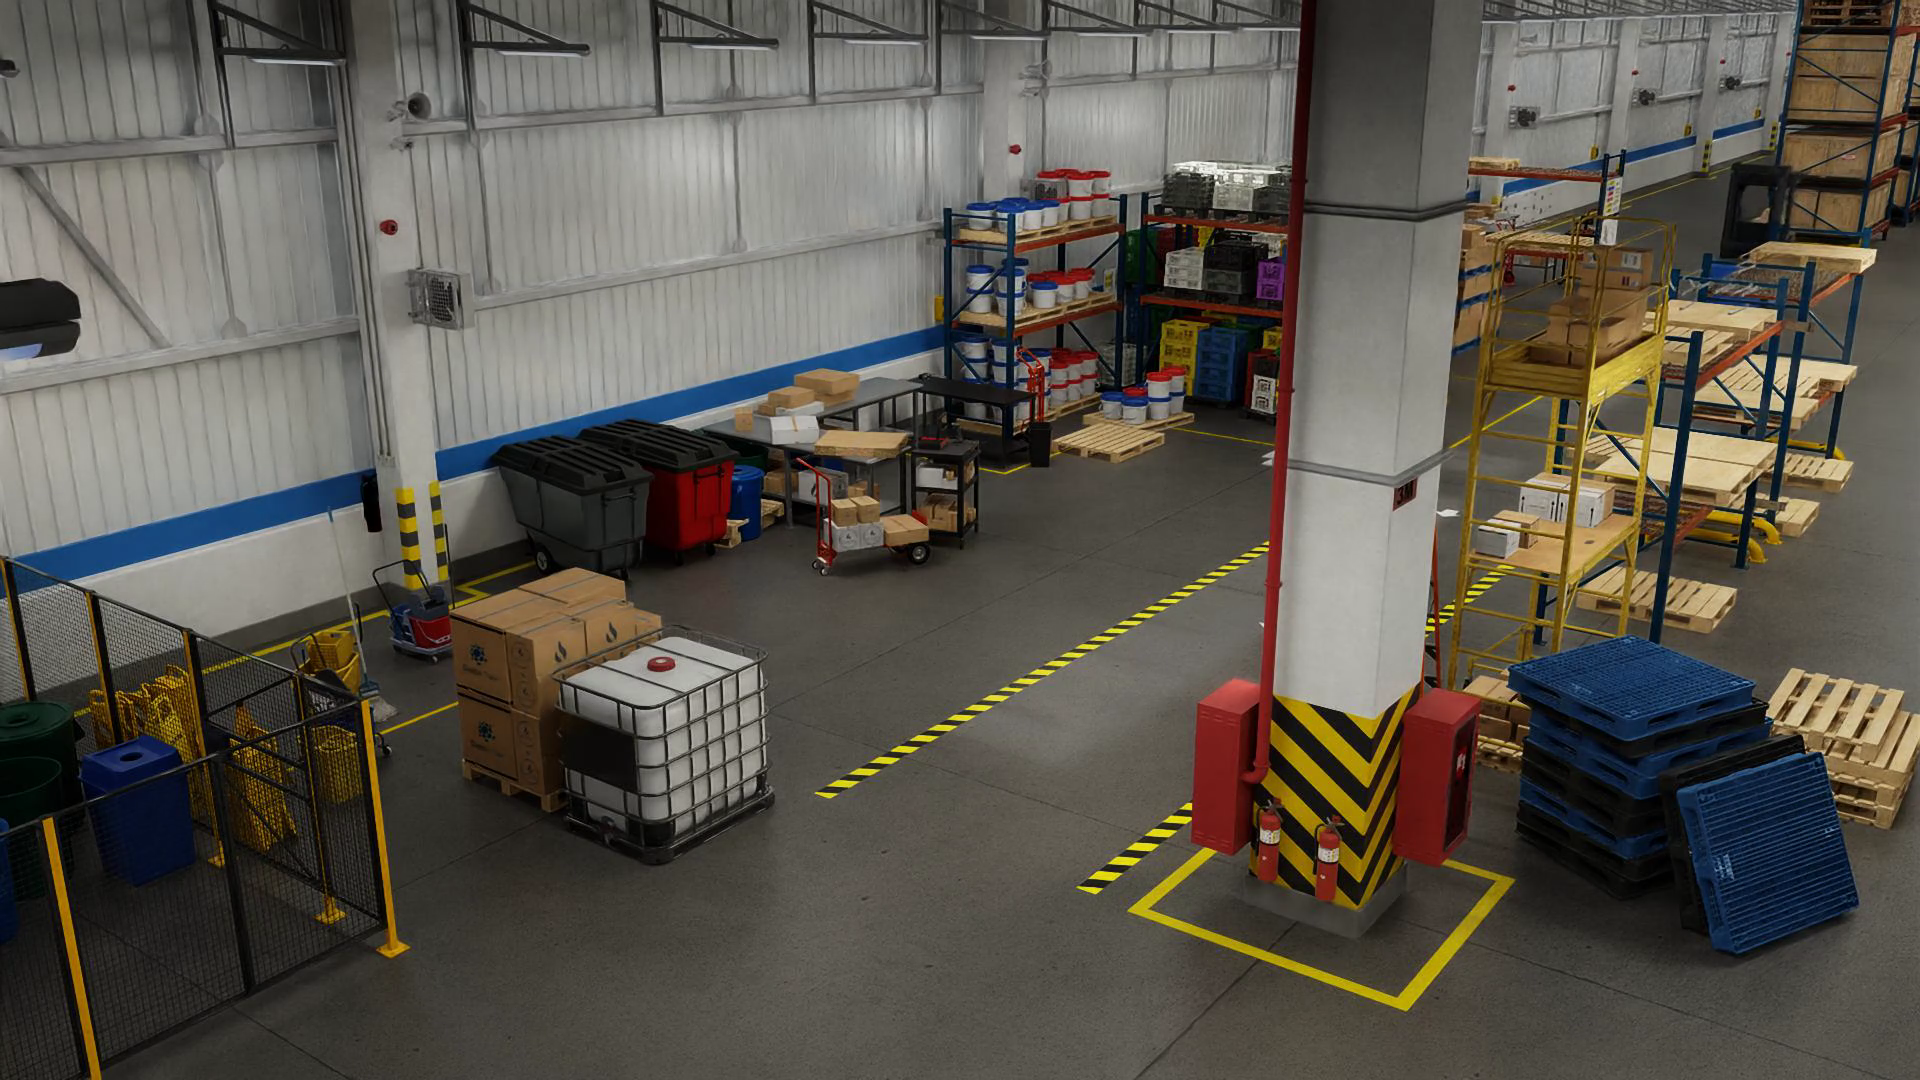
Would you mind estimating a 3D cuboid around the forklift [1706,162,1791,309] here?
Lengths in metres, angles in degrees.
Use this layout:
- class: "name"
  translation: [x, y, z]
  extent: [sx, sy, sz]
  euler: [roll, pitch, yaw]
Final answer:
- class: "forklift"
  translation: [14.354, -5.423, 30.218]
  extent: [1.129, 2.768, 1.873]
  euler: [13, 22, 34]
